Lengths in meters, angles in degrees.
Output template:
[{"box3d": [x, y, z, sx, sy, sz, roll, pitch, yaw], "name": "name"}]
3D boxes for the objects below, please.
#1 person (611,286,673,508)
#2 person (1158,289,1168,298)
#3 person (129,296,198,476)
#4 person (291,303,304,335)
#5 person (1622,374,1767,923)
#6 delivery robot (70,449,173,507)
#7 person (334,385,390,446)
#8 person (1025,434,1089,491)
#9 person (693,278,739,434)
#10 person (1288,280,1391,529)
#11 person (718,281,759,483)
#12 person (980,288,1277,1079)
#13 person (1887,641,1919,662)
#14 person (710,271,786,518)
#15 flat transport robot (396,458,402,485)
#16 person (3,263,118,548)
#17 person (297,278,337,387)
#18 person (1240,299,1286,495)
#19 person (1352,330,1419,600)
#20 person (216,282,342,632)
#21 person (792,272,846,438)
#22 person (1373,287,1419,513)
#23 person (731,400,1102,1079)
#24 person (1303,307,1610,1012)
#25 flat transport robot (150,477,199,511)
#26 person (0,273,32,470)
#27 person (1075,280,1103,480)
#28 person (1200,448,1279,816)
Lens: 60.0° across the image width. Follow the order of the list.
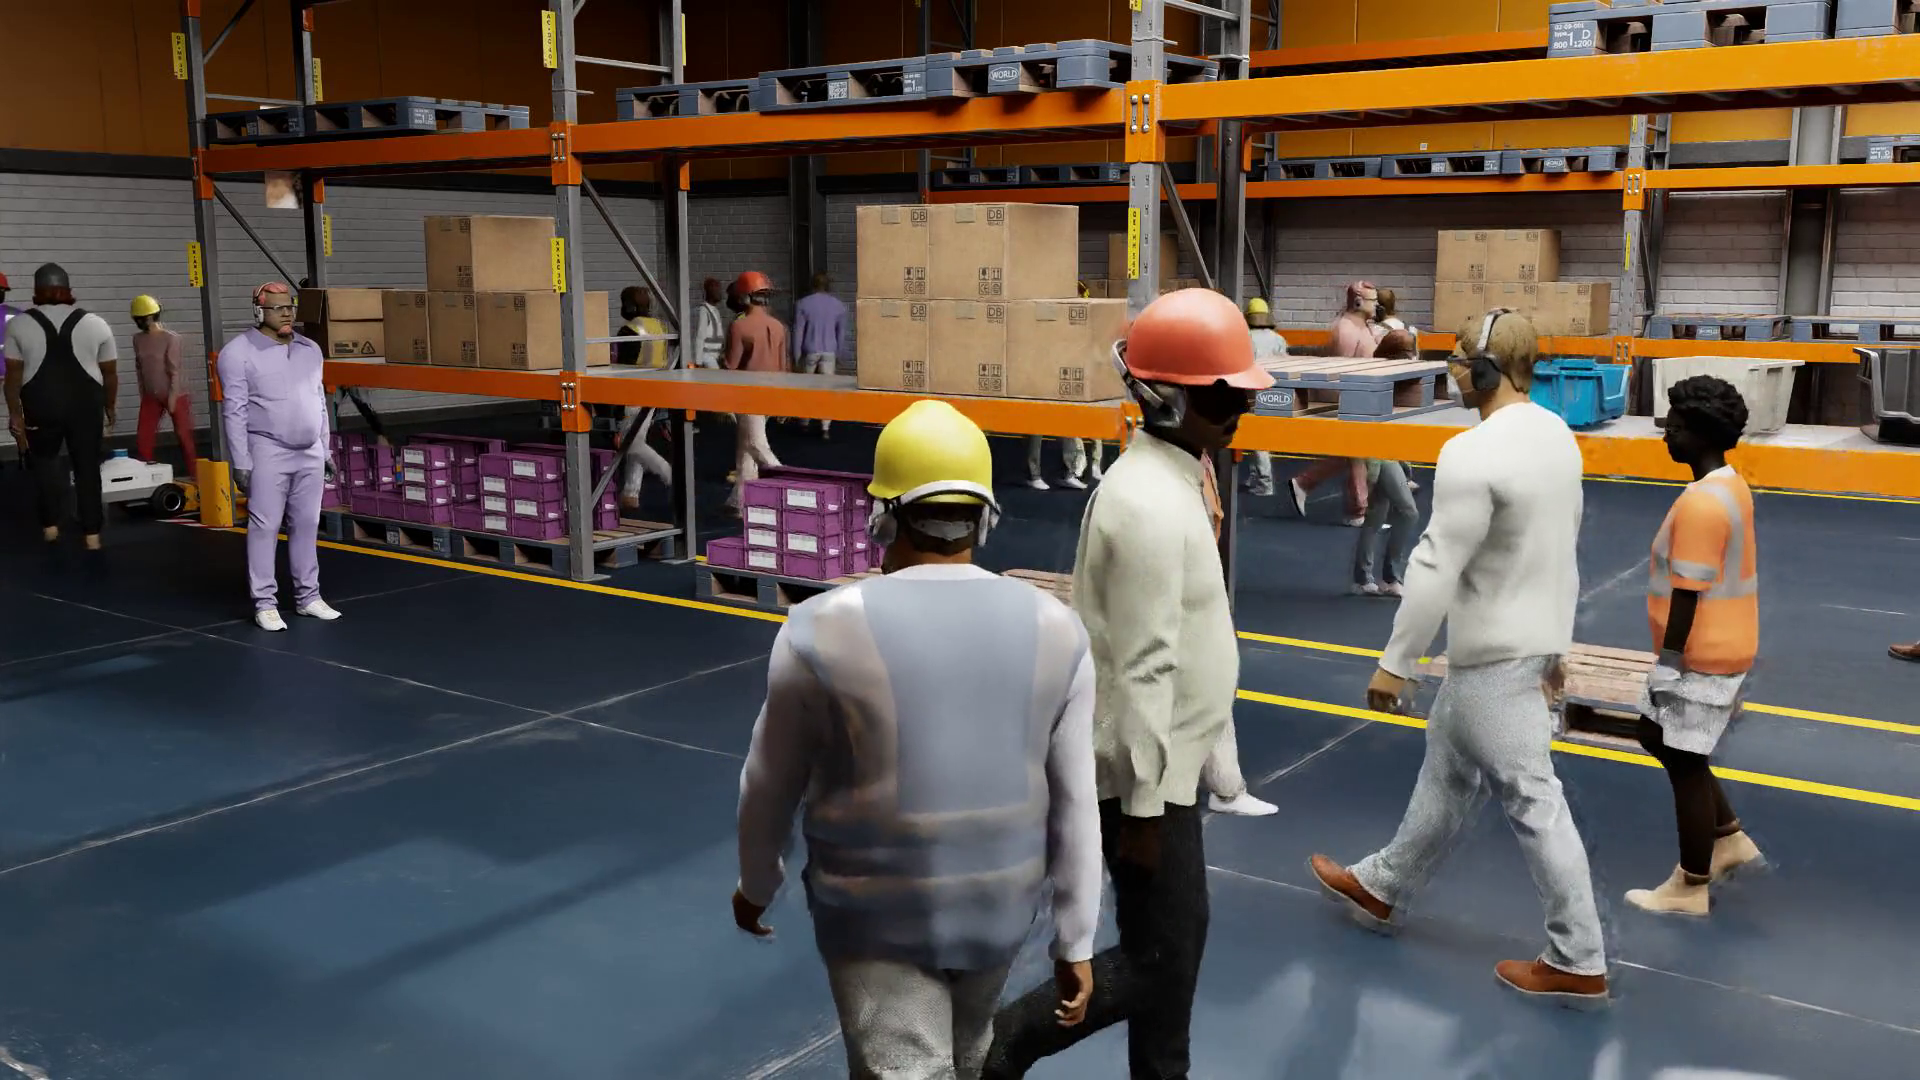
[{"box3d": [-2.560, -1.140, 13.464, 0.712, 1.826, 0.634, 2, 10, 10], "name": "person"}, {"box3d": [1.649, -1.006, 12.708, 0.721, 1.819, 0.577, 6, 11, 30], "name": "person"}, {"box3d": [-6.827, -1.206, 14.137, 0.549, 1.714, 0.812, 3, 10, 16], "name": "person"}, {"box3d": [-5.554, -1.234, 14.338, 0.545, 1.720, 0.778, 4, 10, 20], "name": "person"}, {"box3d": [2.234, 0.342, 5.070, 0.364, 1.686, 0.535, 5, 11, 29], "name": "person"}, {"box3d": [-6.510, -0.464, 12.927, 0.477, 0.478, 0.707, 6, 11, 28], "name": "delivery robot"}, {"box3d": [-6.343, -1.684, 17.223, 0.537, 1.655, 0.860, 7, 12, 37], "name": "person"}, {"box3d": [0.838, -1.352, 14.506, 0.625, 1.895, 0.775, -7, 12, -37], "name": "person"}, {"box3d": [-2.874, -2.124, 19.342, 1.021, 1.828, 0.663, 0, 10, 1], "name": "person"}, {"box3d": [2.919, -1.033, 12.692, 0.745, 1.888, 0.644, 4, 10, 20], "name": "person"}, {"box3d": [-1.994, -1.443, 15.224, 0.429, 1.845, 0.624, 0, 10, 0], "name": "person"}, {"box3d": [0.294, 0.460, 3.504, 0.719, 1.971, 0.644, 1, 10, 5], "name": "person"}, {"box3d": [5.143, -0.254, 8.007, 1.000, 1.895, 0.642, 7, 12, 38], "name": "person"}, {"box3d": [-1.544, -1.086, 12.789, 0.992, 1.958, 0.617, 5, 11, 28], "name": "person"}, {"box3d": [-5.061, -0.611, 14.939, 0.652, 0.197, 1.431, 8, 13, 40], "name": "flat transport robot"}, {"box3d": [-6.402, -0.979, 11.867, 0.713, 2.000, 0.873, -6, 11, -31], "name": "person"}, {"box3d": [-6.351, -1.631, 16.298, 0.314, 1.860, 0.510, 7, 12, 37], "name": "person"}, {"box3d": [2.574, -1.258, 14.554, 0.512, 1.677, 0.908, -2, 10, -14], "name": "person"}, {"box3d": [2.605, -0.437, 9.882, 0.548, 1.610, 0.527, 3, 10, 19], "name": "person"}, {"box3d": [-3.728, -0.463, 9.192, 0.408, 1.906, 0.652, 6, 11, 30], "name": "person"}, {"box3d": [-1.642, -2.147, 19.279, 0.643, 1.887, 0.981, -2, 10, -13], "name": "person"}, {"box3d": [3.446, -1.083, 13.161, 0.583, 1.818, 0.579, -5, 11, -29], "name": "person"}, {"box3d": [-0.071, 0.647, 2.986, 0.587, 1.781, 0.961, -4, 10, -23], "name": "person"}, {"box3d": [1.416, 0.304, 4.664, 1.008, 1.883, 0.654, 8, 12, 39], "name": "person"}, {"box3d": [-6.012, -0.435, 13.889, 0.652, 0.197, 1.431, 9, 13, 42], "name": "flat transport robot"}, {"box3d": [-9.258, -1.624, 16.039, 0.547, 1.930, 0.384, -3, 10, -16], "name": "person"}, {"box3d": [1.153, -1.465, 15.344, 0.687, 1.839, 0.497, 2, 10, 14], "name": "person"}, {"box3d": [0.719, 0.209, 6.146, 0.870, 1.590, 0.508, 2, 10, 12], "name": "person"}]
